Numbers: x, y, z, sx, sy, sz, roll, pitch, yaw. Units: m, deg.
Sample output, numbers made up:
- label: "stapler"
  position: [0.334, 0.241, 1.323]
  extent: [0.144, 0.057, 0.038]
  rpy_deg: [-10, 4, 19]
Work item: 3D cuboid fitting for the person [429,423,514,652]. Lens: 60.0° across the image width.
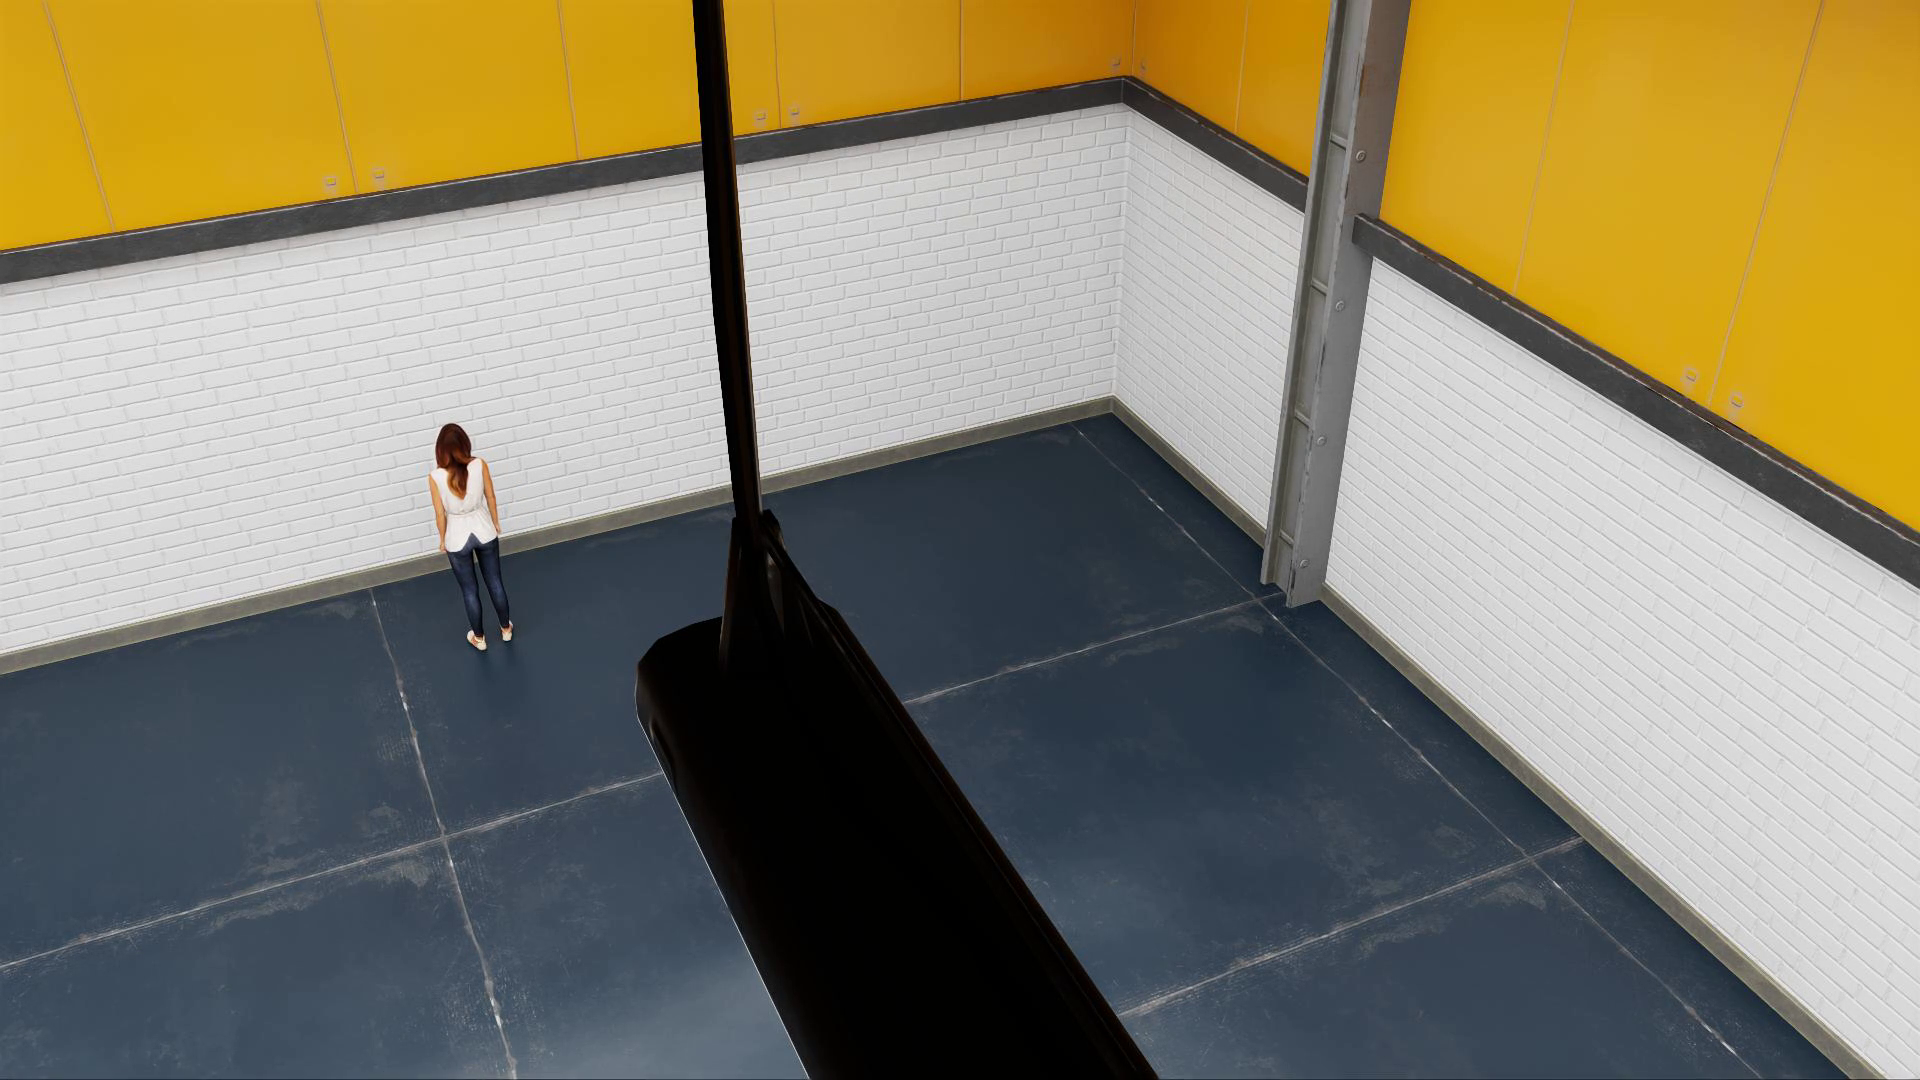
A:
- label: "person"
  position: [-3.388, -0.014, 11.540]
  extent: [0.597, 1.785, 0.543]
  rpy_deg: [-18, 38, -25]
